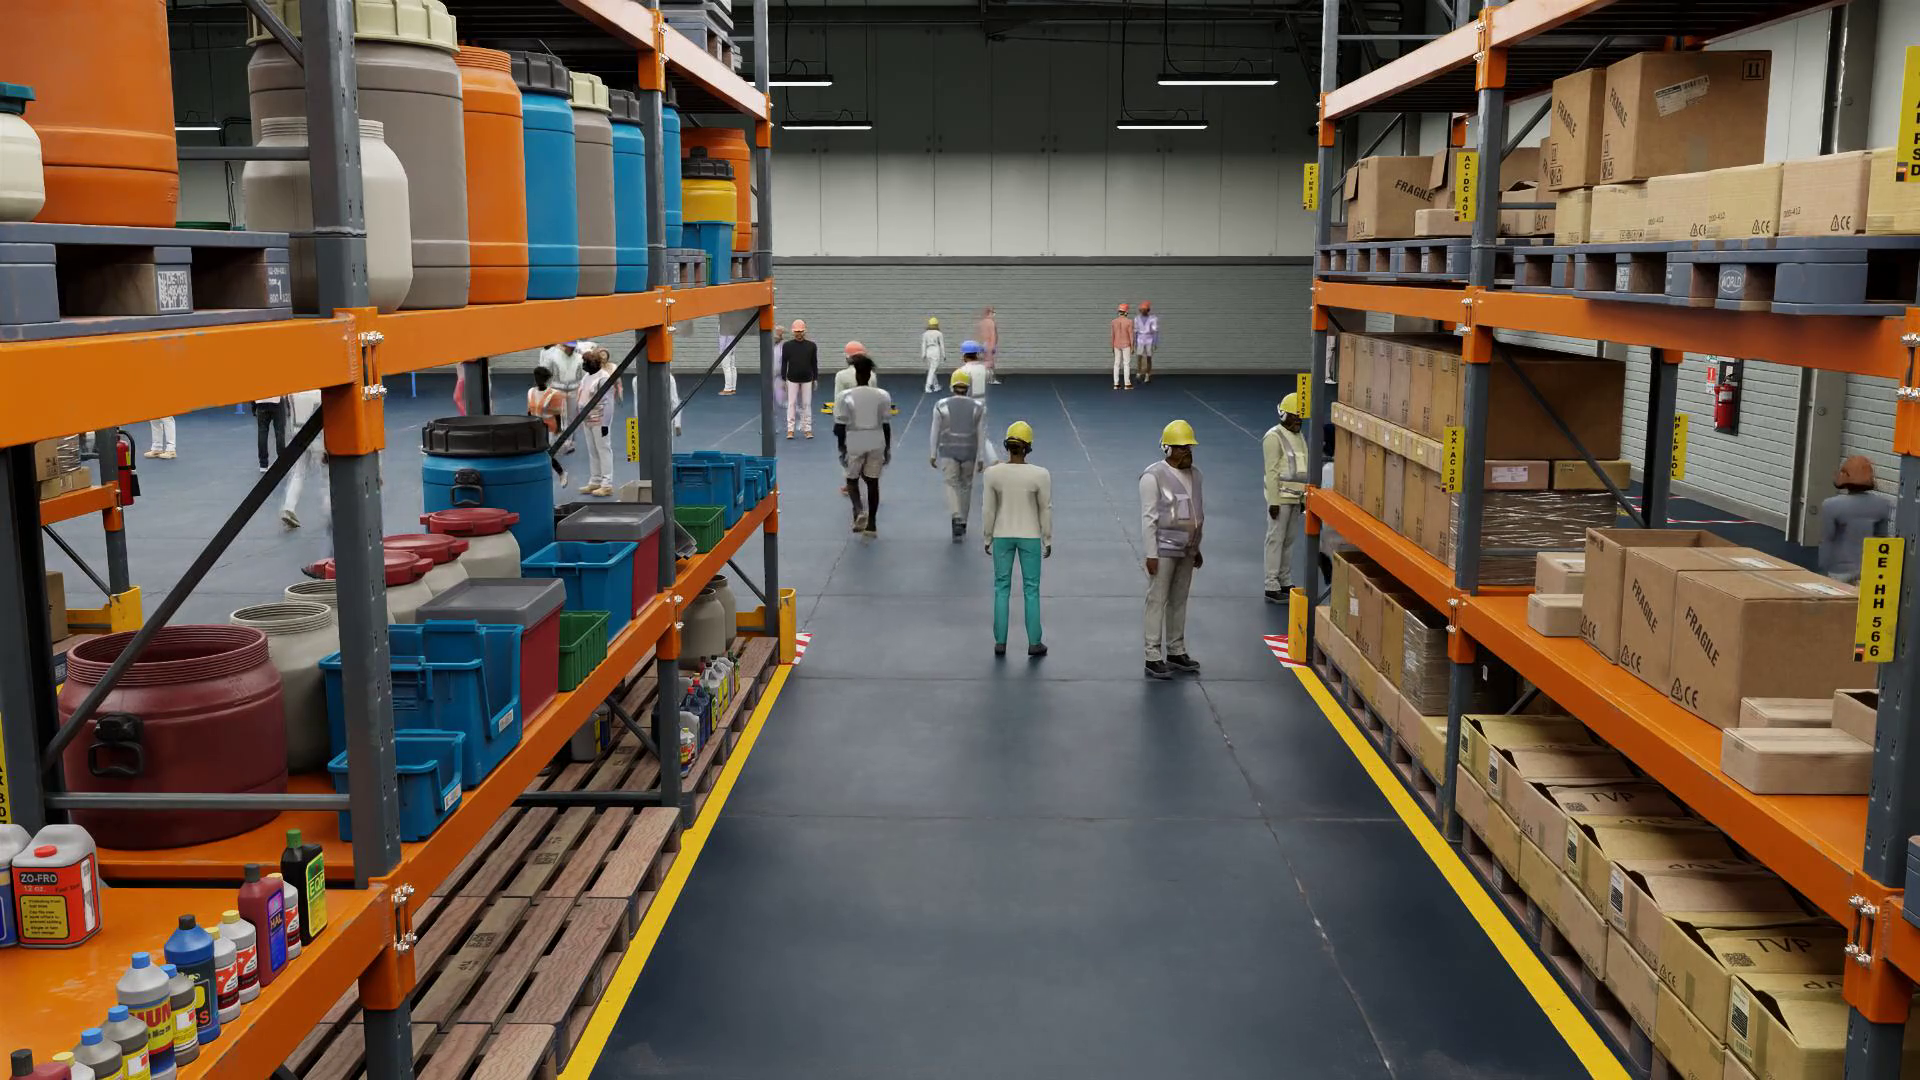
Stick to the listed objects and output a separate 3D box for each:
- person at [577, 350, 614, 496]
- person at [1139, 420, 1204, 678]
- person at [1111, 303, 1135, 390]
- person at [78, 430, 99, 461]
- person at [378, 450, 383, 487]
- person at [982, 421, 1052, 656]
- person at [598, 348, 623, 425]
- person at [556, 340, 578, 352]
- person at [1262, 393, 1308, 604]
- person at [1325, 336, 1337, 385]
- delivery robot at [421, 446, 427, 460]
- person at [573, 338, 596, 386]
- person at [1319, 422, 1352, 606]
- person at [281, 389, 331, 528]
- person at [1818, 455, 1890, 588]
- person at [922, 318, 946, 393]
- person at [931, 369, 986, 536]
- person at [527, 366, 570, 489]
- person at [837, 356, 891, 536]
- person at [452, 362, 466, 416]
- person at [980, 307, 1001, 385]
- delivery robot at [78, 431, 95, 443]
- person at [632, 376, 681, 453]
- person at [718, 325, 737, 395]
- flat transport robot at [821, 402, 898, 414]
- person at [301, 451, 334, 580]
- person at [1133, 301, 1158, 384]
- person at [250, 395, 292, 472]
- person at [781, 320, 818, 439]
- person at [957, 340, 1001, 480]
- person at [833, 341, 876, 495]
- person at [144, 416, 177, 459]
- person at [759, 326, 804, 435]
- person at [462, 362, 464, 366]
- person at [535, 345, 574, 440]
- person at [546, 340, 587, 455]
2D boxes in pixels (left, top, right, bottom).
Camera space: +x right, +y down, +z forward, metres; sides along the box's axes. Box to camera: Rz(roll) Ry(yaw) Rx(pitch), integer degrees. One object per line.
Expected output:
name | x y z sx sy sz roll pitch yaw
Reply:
person | -4.639 -1.490 21.179 0.430 1.841 0.624 -7 12 -37
person | 1.542 0.052 11.949 0.587 1.835 0.404 -8 13 -41
person | 3.815 -4.528 38.906 0.609 1.995 0.378 6 11 33
person | -13.134 -2.163 25.010 0.581 1.910 0.650 -2 10 -15
person | -6.067 -0.646 16.753 0.512 1.633 0.326 -7 12 -38
person | 0.434 -0.012 12.538 0.529 1.767 0.329 2 10 13
person | -5.548 -2.196 26.115 0.511 1.593 0.861 -5 11 -26
person | -8.752 -4.048 37.170 0.517 1.611 0.706 -3 10 -18
person | 2.863 -0.373 14.534 0.403 1.823 0.586 7 12 35
person | 8.973 -4.758 40.550 0.403 1.906 0.652 -4 10 -21
delivery robot | -7.195 -1.244 23.385 0.477 0.478 0.707 9 13 43
person | -7.537 -3.393 33.191 0.539 1.619 0.560 -7 12 -36
person | 2.990 -0.109 13.373 0.506 1.673 0.532 5 11 26
person | -7.325 -1.071 18.686 0.590 1.845 0.969 2 10 14
person | 6.205 0.212 11.631 0.508 1.620 0.348 0 9 1
person | -0.620 -4.226 37.995 0.490 1.697 0.911 5 11 27
person | -0.012 -0.944 18.002 0.590 1.814 0.792 -1 10 -8
person | -5.256 -1.411 21.268 0.546 1.659 0.778 5 11 30
person | -1.026 -1.006 17.961 0.614 1.952 0.476 -2 10 -13
person | -8.826 -2.826 29.429 0.495 1.740 0.564 -2 10 -14
person | 0.658 -4.698 40.266 0.736 1.887 0.650 -4 10 -22
delivery robot | -13.924 -1.754 26.443 0.707 0.478 0.477 -6 11 -32
person | -3.833 -1.471 21.086 0.644 1.841 0.961 0 9 2
person | -5.210 -4.210 37.168 0.370 1.940 0.627 3 10 19
flat transport robot | -1.973 -2.581 32.524 1.431 0.197 0.652 7 12 37
person | -5.641 -0.447 15.301 0.922 1.718 0.541 4 10 24
person | 4.519 -4.825 40.676 0.631 1.985 1.034 3 10 17
person | -9.763 -1.923 23.561 0.589 1.914 0.377 -1 10 -6
person | -2.694 -2.703 27.969 0.622 1.992 0.393 -2 10 -12
person | 0.207 -1.756 22.553 0.917 1.916 0.624 9 13 44
person | -1.280 -1.512 20.903 0.624 1.977 0.766 -8 13 -41
person | -12.138 -2.157 25.163 0.623 1.844 0.429 5 11 25
person | -3.075 -2.755 28.662 0.698 1.878 0.635 -7 12 -37
person | -6.480 -1.729 22.606 0.775 1.835 0.557 -1 9 -3
person | -6.801 -2.530 27.259 0.996 1.879 0.575 -7 12 -35
person | -6.090 -2.264 25.739 0.638 1.865 1.019 -4 10 -24
